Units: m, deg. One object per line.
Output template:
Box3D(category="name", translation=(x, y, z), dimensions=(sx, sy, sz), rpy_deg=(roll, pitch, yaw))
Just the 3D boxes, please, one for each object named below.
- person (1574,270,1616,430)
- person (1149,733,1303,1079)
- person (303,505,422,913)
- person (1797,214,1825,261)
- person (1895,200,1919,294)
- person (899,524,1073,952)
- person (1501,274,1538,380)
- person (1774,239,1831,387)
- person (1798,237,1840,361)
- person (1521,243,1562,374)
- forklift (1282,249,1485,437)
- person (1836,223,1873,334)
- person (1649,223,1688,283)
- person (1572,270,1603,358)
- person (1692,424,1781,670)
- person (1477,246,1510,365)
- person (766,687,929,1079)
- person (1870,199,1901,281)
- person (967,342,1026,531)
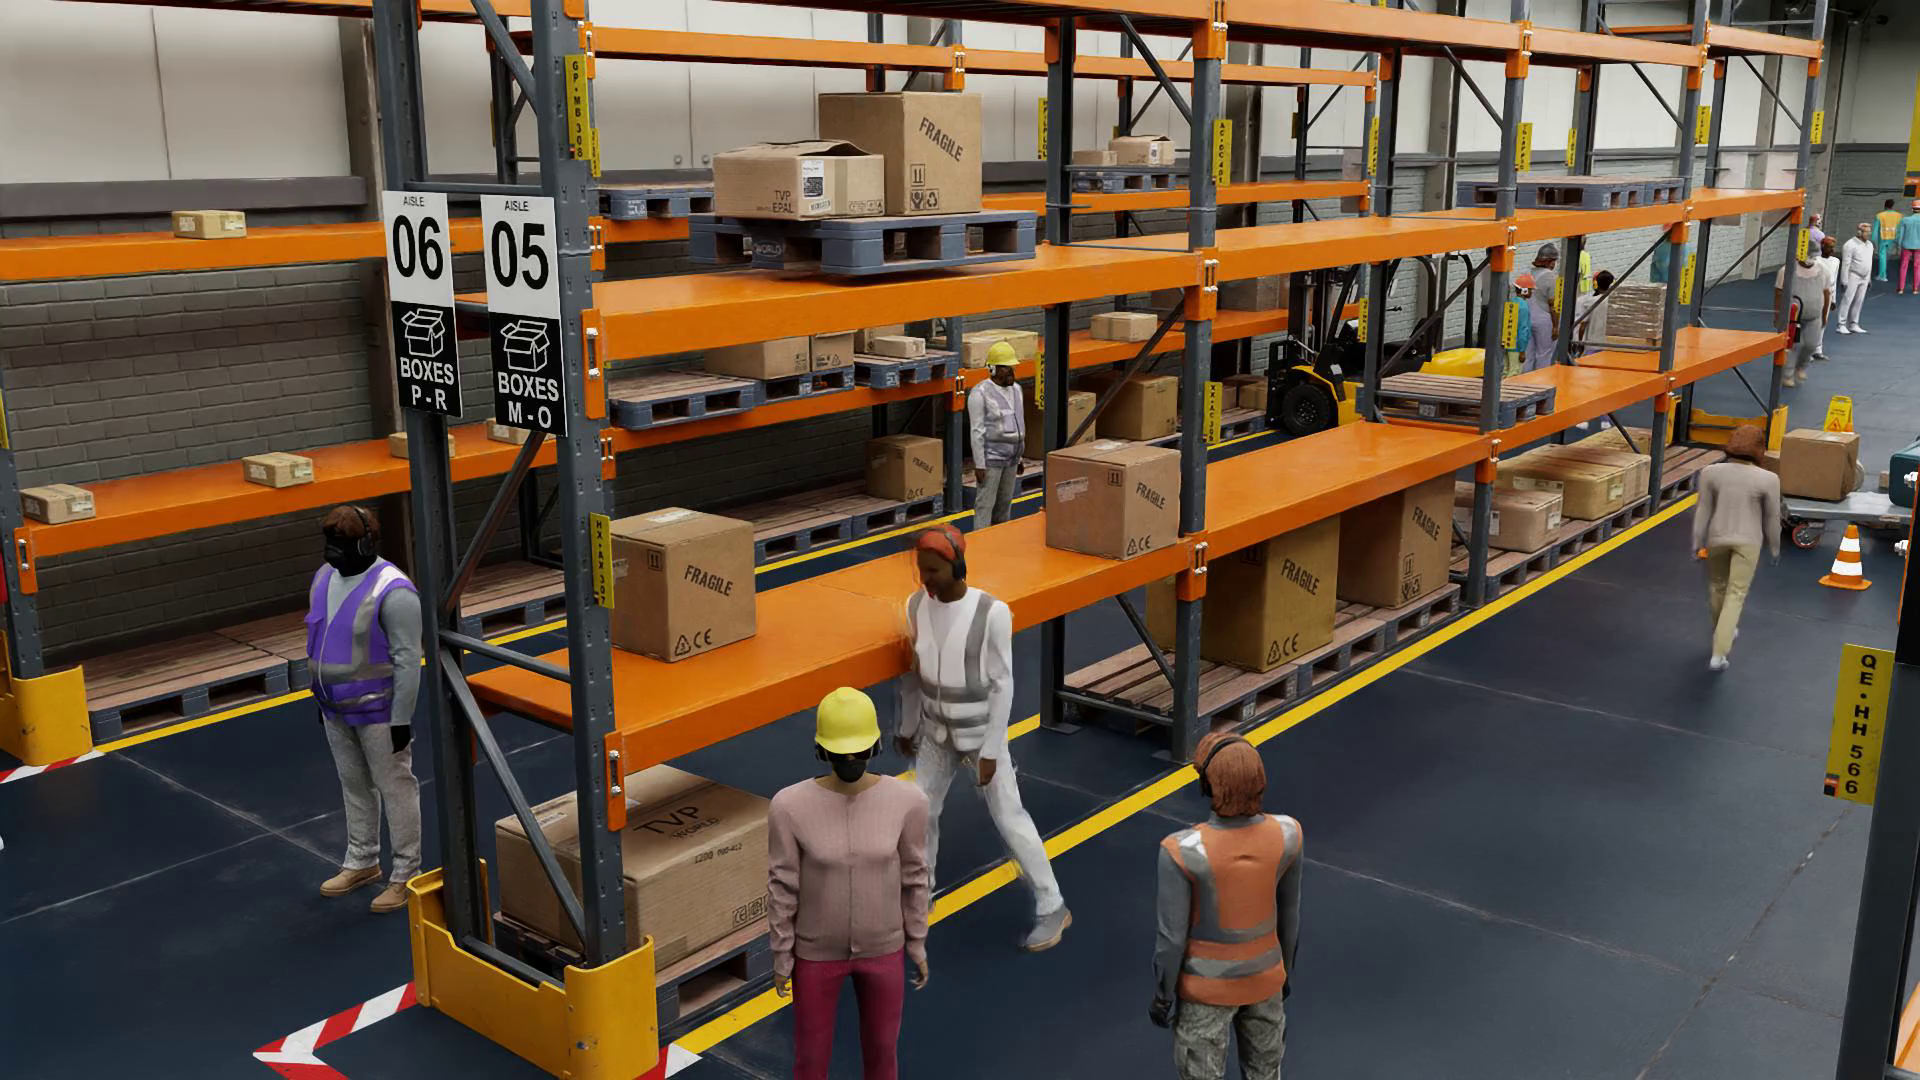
Box3D(category="person", translation=(7.472, -2.216, 19.458), dimensions=(0.533, 1.864, 0.311), rpy_deg=(3, 14, 11))
Box3D(category="person", translation=(0.830, 1.397, 5.208), dimensions=(0.514, 1.640, 0.315), rpy_deg=(-5, 15, -21))
Box3D(category="person", translation=(-2.669, 0.746, 7.440), dimensions=(0.626, 1.846, 0.429), rpy_deg=(8, 16, 30))
Box3D(category="person", translation=(16.331, -5.305, 31.968), dimensions=(0.399, 1.899, 0.646), rpy_deg=(-4, 14, -17))
Box3D(category="person", translation=(20.565, -6.327, 35.922), dimensions=(0.613, 1.994, 0.395), rpy_deg=(6, 15, 22))
Box3D(category="person", translation=(0.043, 0.832, 7.102), dimensions=(0.771, 1.851, 0.538), rpy_deg=(11, 18, 38))
Box3D(category="person", translation=(6.839, -2.377, 20.367), dimensions=(0.359, 1.743, 0.562), rpy_deg=(0, 14, 1))
Box3D(category="person", translation=(11.497, -3.112, 22.741), dimensions=(0.704, 2.000, 0.589), rpy_deg=(4, 14, 15))
Box3D(category="person", translation=(13.092, -3.662, 25.311), dimensions=(0.583, 1.879, 0.360), rpy_deg=(-4, 14, -16))
Box3D(category="person", translation=(7.574, -2.825, 21.573), dimensions=(0.538, 2.000, 0.690), rpy_deg=(-5, 15, -21))
Box3D(category="forklift", translation=(4.886, -2.214, 18.767), dimensions=(2.313, 2.155, 1.214), rpy_deg=(11, 18, 38))
Box3D(category="person", translation=(15.508, -4.519, 28.749), dimensions=(0.663, 1.905, 0.406), rpy_deg=(-6, 15, -24))
Box3D(category="person", translation=(11.781, -4.348, 27.793), dimensions=(0.423, 2.029, 0.645), rpy_deg=(-10, 17, -35))
Box3D(category="person", translation=(7.961, -2.498, 20.829), dimensions=(0.573, 1.749, 0.332), rpy_deg=(4, 14, 15))
Box3D(category="person", translation=(5.098, 0.024, 10.917), dimensions=(0.849, 1.584, 0.512), rpy_deg=(-13, 19, -43))
Box3D(category="person", translation=(7.925, -3.459, 24.591), dimensions=(0.520, 1.838, 0.838), rpy_deg=(13, 19, 43))
Box3D(category="person", translation=(-0.349, 1.309, 5.306), dimensions=(0.522, 1.768, 0.312), rpy_deg=(-3, 14, -13))
Box3D(category="person", translation=(21.692, -7.061, 39.147), dimensions=(0.620, 1.874, 0.747), rpy_deg=(-2, 14, -6))
Box3D(category="person", translation=(0.313, -0.652, 13.148), dimensions=(0.404, 1.835, 0.586), rpy_deg=(11, 18, 38))
